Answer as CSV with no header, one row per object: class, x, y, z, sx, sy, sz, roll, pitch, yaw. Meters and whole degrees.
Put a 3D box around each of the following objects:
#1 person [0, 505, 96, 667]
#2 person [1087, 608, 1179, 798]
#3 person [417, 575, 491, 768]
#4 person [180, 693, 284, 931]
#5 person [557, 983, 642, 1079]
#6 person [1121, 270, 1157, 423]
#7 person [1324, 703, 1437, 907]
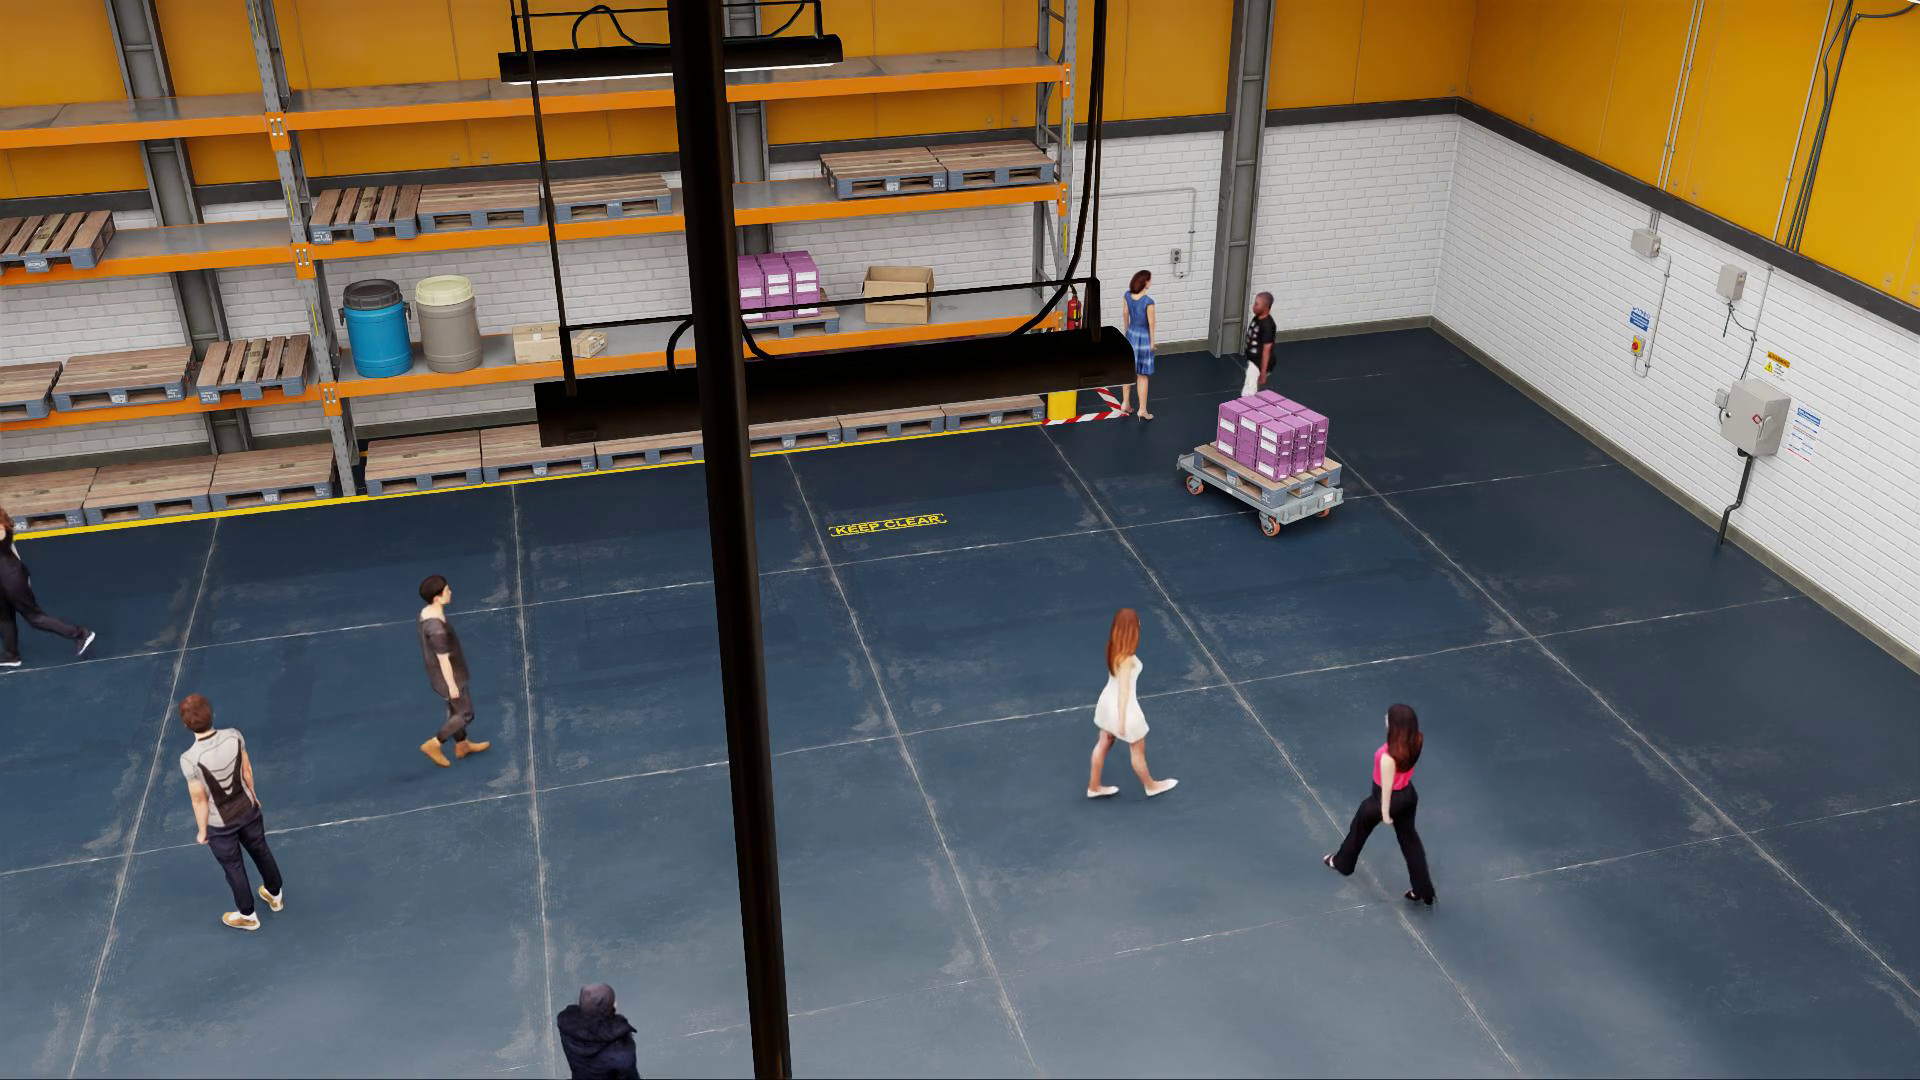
person,-8.191,0.354,14.562,1.122,1.704,0.627,-10,30,-18
person,1.155,1.300,12.845,0.921,1.688,0.587,-6,29,-11
person,-4.158,1.068,13.250,0.836,1.707,0.714,-13,31,-23
person,-5.074,1.886,11.555,0.787,1.894,0.714,17,33,29
person,-2.037,3.198,9.385,0.821,1.667,0.886,12,31,22
person,2.072,-2.255,19.236,0.743,1.807,0.754,-24,37,-37
person,3.139,1.900,11.817,1.109,1.618,0.941,-22,35,-34
